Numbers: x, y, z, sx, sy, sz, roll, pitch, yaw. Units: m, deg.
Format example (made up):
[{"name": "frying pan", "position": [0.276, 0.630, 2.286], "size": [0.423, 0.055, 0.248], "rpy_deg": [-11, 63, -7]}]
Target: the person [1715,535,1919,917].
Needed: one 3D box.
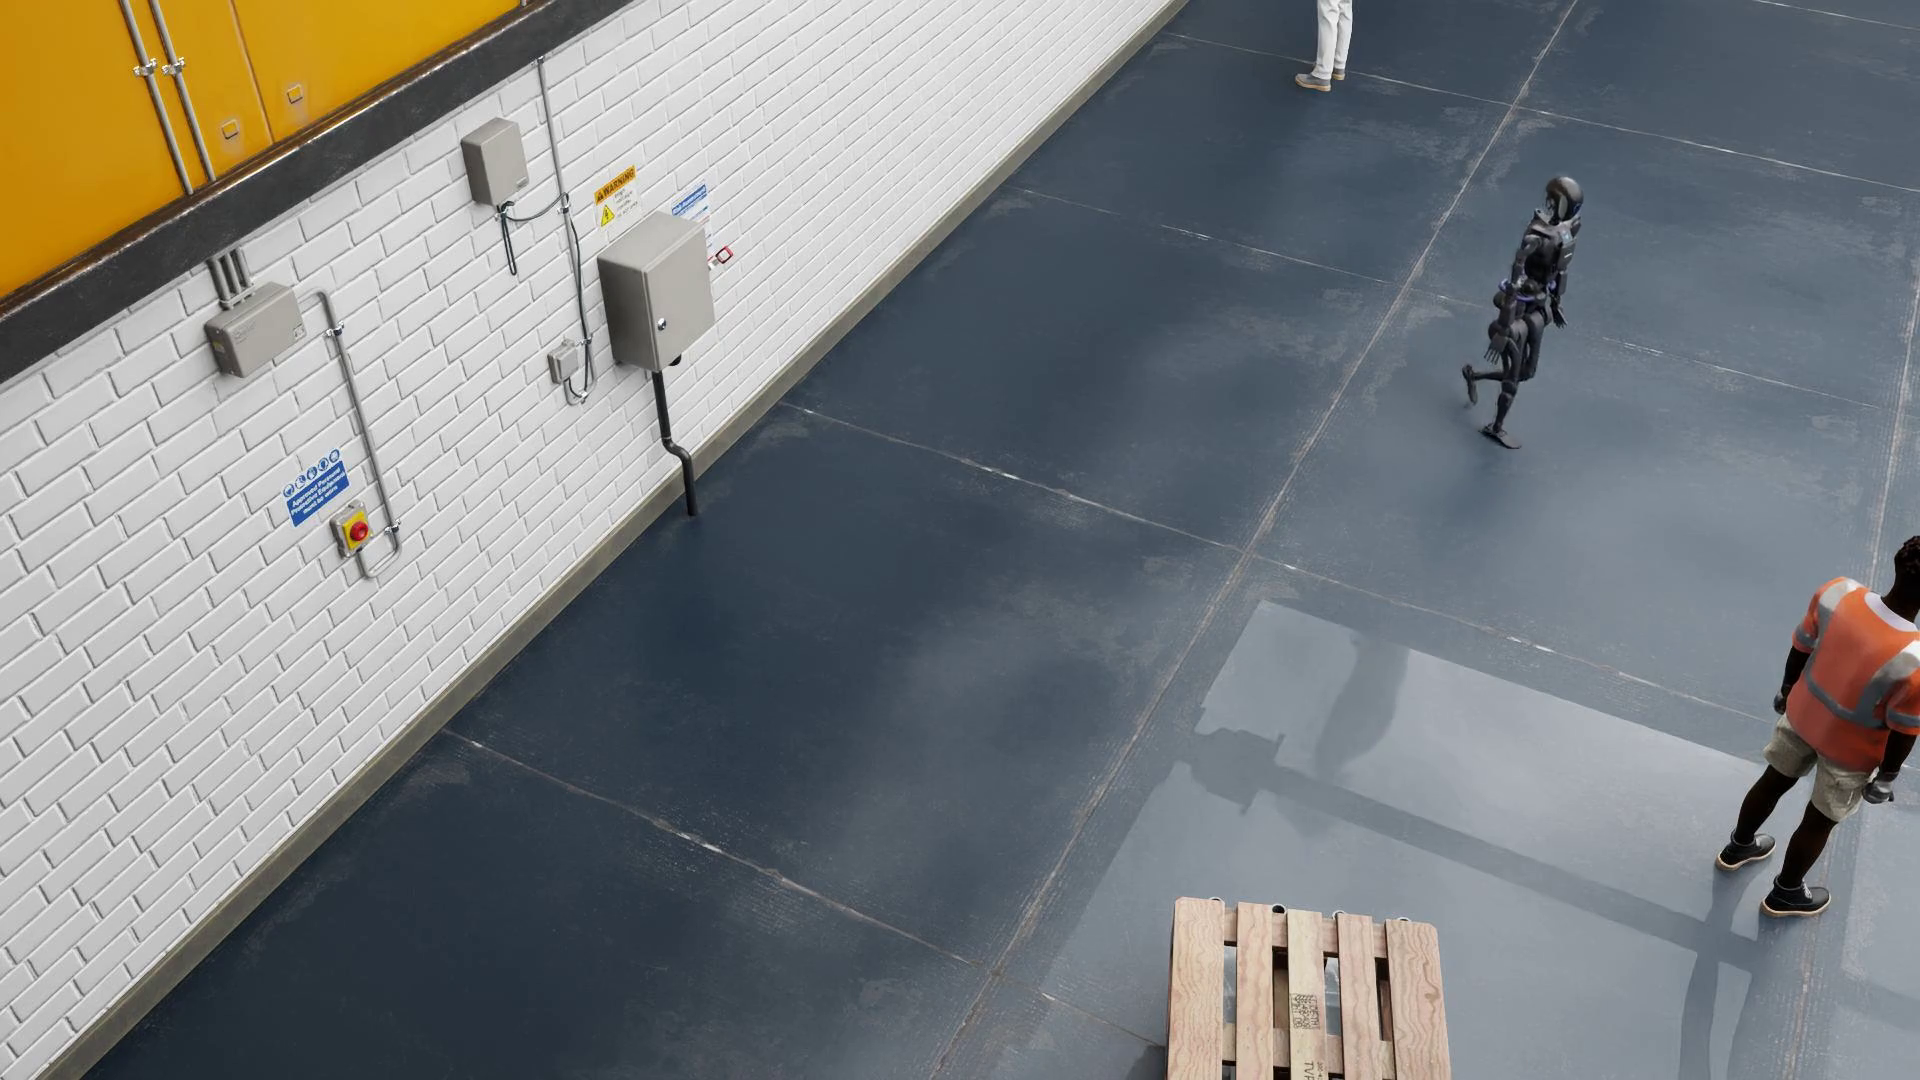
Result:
[{"name": "person", "position": [3.532, 0.749, 6.671], "size": [0.362, 1.963, 0.612], "rpy_deg": [-14, 43, -16]}]

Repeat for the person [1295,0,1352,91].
[{"name": "person", "position": [2.875, -4.367, 12.665], "size": [0.337, 1.881, 0.583], "rpy_deg": [28, 48, 29]}]

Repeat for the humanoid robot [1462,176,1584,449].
[{"name": "humanoid robot", "position": [3.102, -1.304, 9.274], "size": [0.616, 1.637, 0.499], "rpy_deg": [-29, 49, -29]}]
